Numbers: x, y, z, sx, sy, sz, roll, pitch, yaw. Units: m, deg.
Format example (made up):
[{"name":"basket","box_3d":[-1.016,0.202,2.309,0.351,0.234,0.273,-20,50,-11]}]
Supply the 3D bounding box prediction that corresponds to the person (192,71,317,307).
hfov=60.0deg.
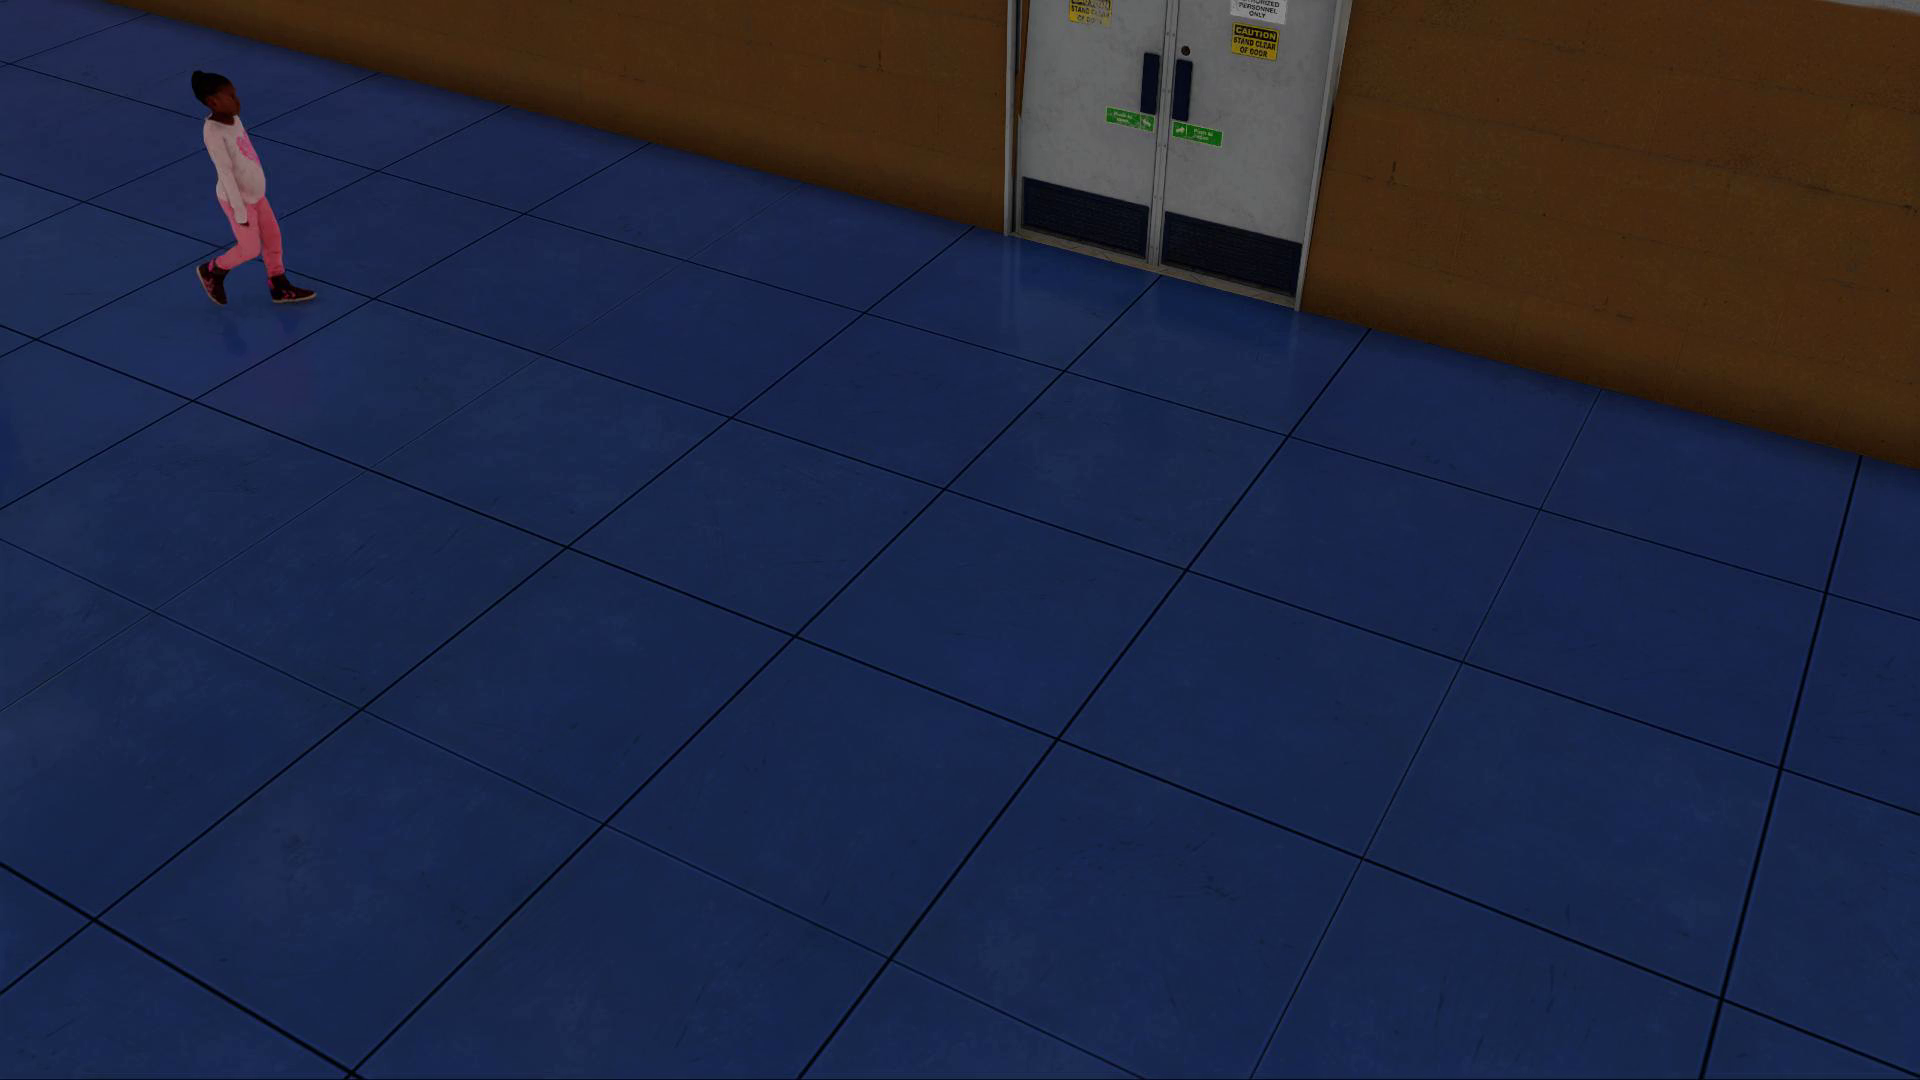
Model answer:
[{"name":"person","box_3d":[-4.181,-1.975,9.531,0.844,1.432,0.875,1,37,1]}]
